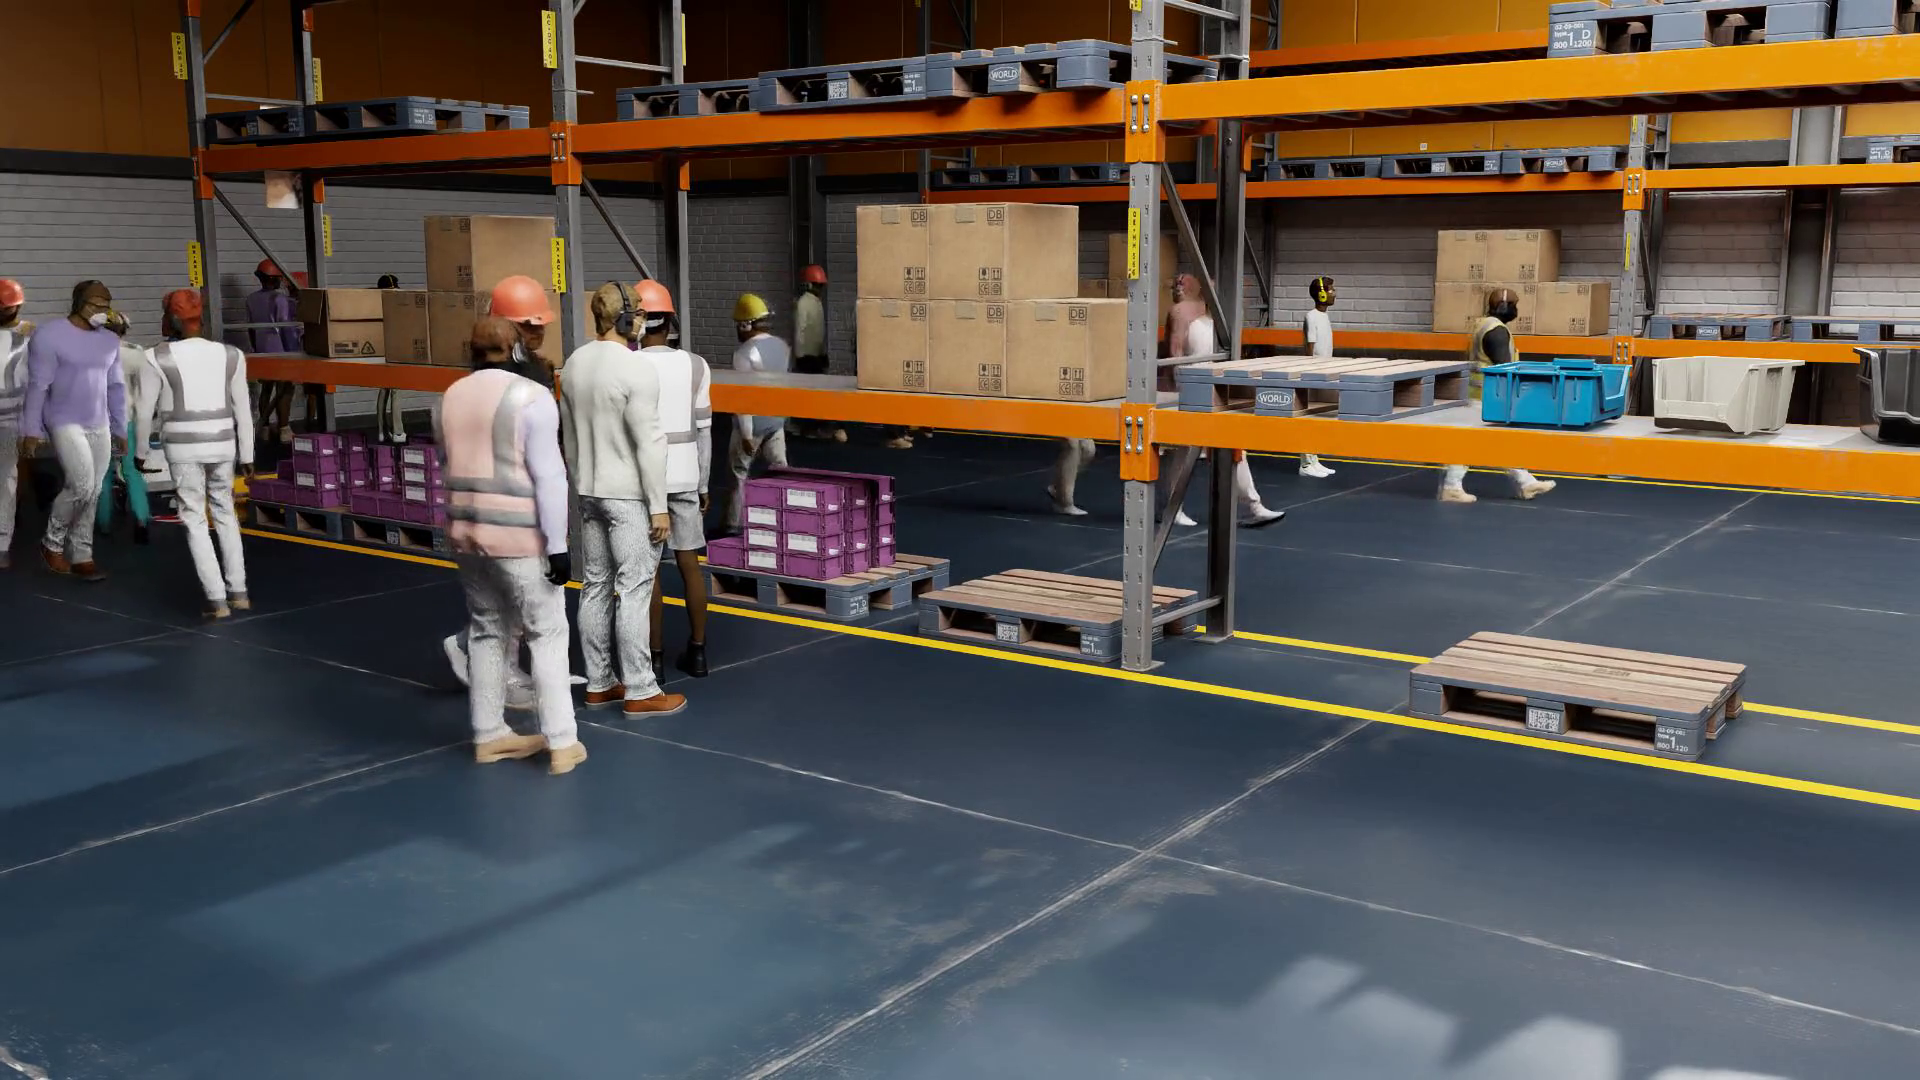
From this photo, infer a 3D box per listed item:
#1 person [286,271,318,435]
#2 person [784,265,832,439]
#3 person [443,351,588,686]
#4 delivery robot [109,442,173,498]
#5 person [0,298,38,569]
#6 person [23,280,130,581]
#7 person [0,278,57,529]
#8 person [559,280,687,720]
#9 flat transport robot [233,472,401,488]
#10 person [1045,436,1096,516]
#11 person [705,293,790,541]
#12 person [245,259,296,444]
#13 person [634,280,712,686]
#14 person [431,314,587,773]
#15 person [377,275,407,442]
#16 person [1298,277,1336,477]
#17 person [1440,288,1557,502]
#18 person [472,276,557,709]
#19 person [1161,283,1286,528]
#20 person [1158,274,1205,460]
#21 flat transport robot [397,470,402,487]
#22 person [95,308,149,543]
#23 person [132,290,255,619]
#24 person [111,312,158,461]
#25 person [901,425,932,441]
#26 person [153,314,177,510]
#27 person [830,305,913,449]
[{"bbox_3d":[-7.382,-2.048,18.629,0.567,1.903,0.671,6,11,33],"label":"person"},{"bbox_3d":[-1.697,-2.115,18.835,0.487,1.973,0.620,2,10,9],"label":"person"},{"bbox_3d":[-2.091,-0.073,7.738,0.547,1.614,0.525,0,10,1],"label":"person"},{"bbox_3d":[-6.479,-0.551,13.457,0.707,0.478,0.477,-9,13,-42],"label":"delivery robot"},{"bbox_3d":[-6.448,-0.763,11.107,0.599,1.865,0.644,-3,10,-17],"label":"person"},{"bbox_3d":[-5.546,-0.679,10.491,0.429,1.901,0.709,4,10,21],"label":"person"},{"bbox_3d":[-7.214,-1.058,12.765,0.581,1.897,0.797,-1,10,-6],"label":"person"},{"bbox_3d":[-1.506,-0.174,7.378,0.630,1.940,0.372,8,12,40],"label":"person"},{"bbox_3d":[-5.532,-0.467,14.083,1.431,0.197,0.652,-6,11,-30],"label":"flat transport robot"},{"bbox_3d":[0.898,-0.996,13.198,0.376,1.624,0.536,2,10,11],"label":"person"},{"bbox_3d":[-1.407,-0.843,11.781,0.857,1.802,0.594,6,12,34],"label":"person"},{"bbox_3d":[-7.593,-2.081,18.427,0.608,2.044,0.373,5,11,25],"label":"person"},{"bbox_3d":[-1.453,-0.270,7.973,0.548,1.931,0.381,-7,12,-36],"label":"person"},{"bbox_3d":[-1.809,0.025,6.614,0.676,1.824,0.437,6,11,30],"label":"person"},{"bbox_3d":[-6.369,-2.023,18.600,0.532,1.868,0.310,6,11,31],"label":"person"},{"bbox_3d":[3.383,-1.531,15.650,0.316,1.875,0.531,5,11,26],"label":"person"},{"bbox_3d":[4.515,-1.193,13.889,0.970,1.788,0.645,2,10,14],"label":"person"},{"bbox_3d":[-1.994,-0.193,7.443,0.556,1.957,0.654,2,10,13],"label":"person"},{"bbox_3d":[1.946,-0.993,12.502,0.987,1.855,0.671,7,12,37],"label":"person"},{"bbox_3d":[2.179,-1.760,16.986,0.834,1.877,0.679,8,12,39],"label":"person"},{"bbox_3d":[-4.387,-0.613,14.947,1.431,0.197,0.652,-7,12,-35],"label":"flat transport robot"},{"bbox_3d":[-6.115,-0.845,12.015,0.529,1.726,0.904,-7,12,-37],"label":"person"},{"bbox_3d":[-4.312,-0.476,9.408,0.638,1.858,0.592,9,13,43],"label":"person"},{"bbox_3d":[-7.169,-1.145,14.231,0.535,1.585,0.843,0,10,-2],"label":"person"},{"bbox_3d":[-0.547,-2.091,18.858,0.620,1.915,0.784,-1,10,-6],"label":"person"},{"bbox_3d":[-6.287,-1.048,13.476,0.512,1.641,0.307,3,10,16],"label":"person"},{"bbox_3d":[-0.947,-2.010,18.011,0.884,2.000,0.681,6,11,32],"label":"person"}]
